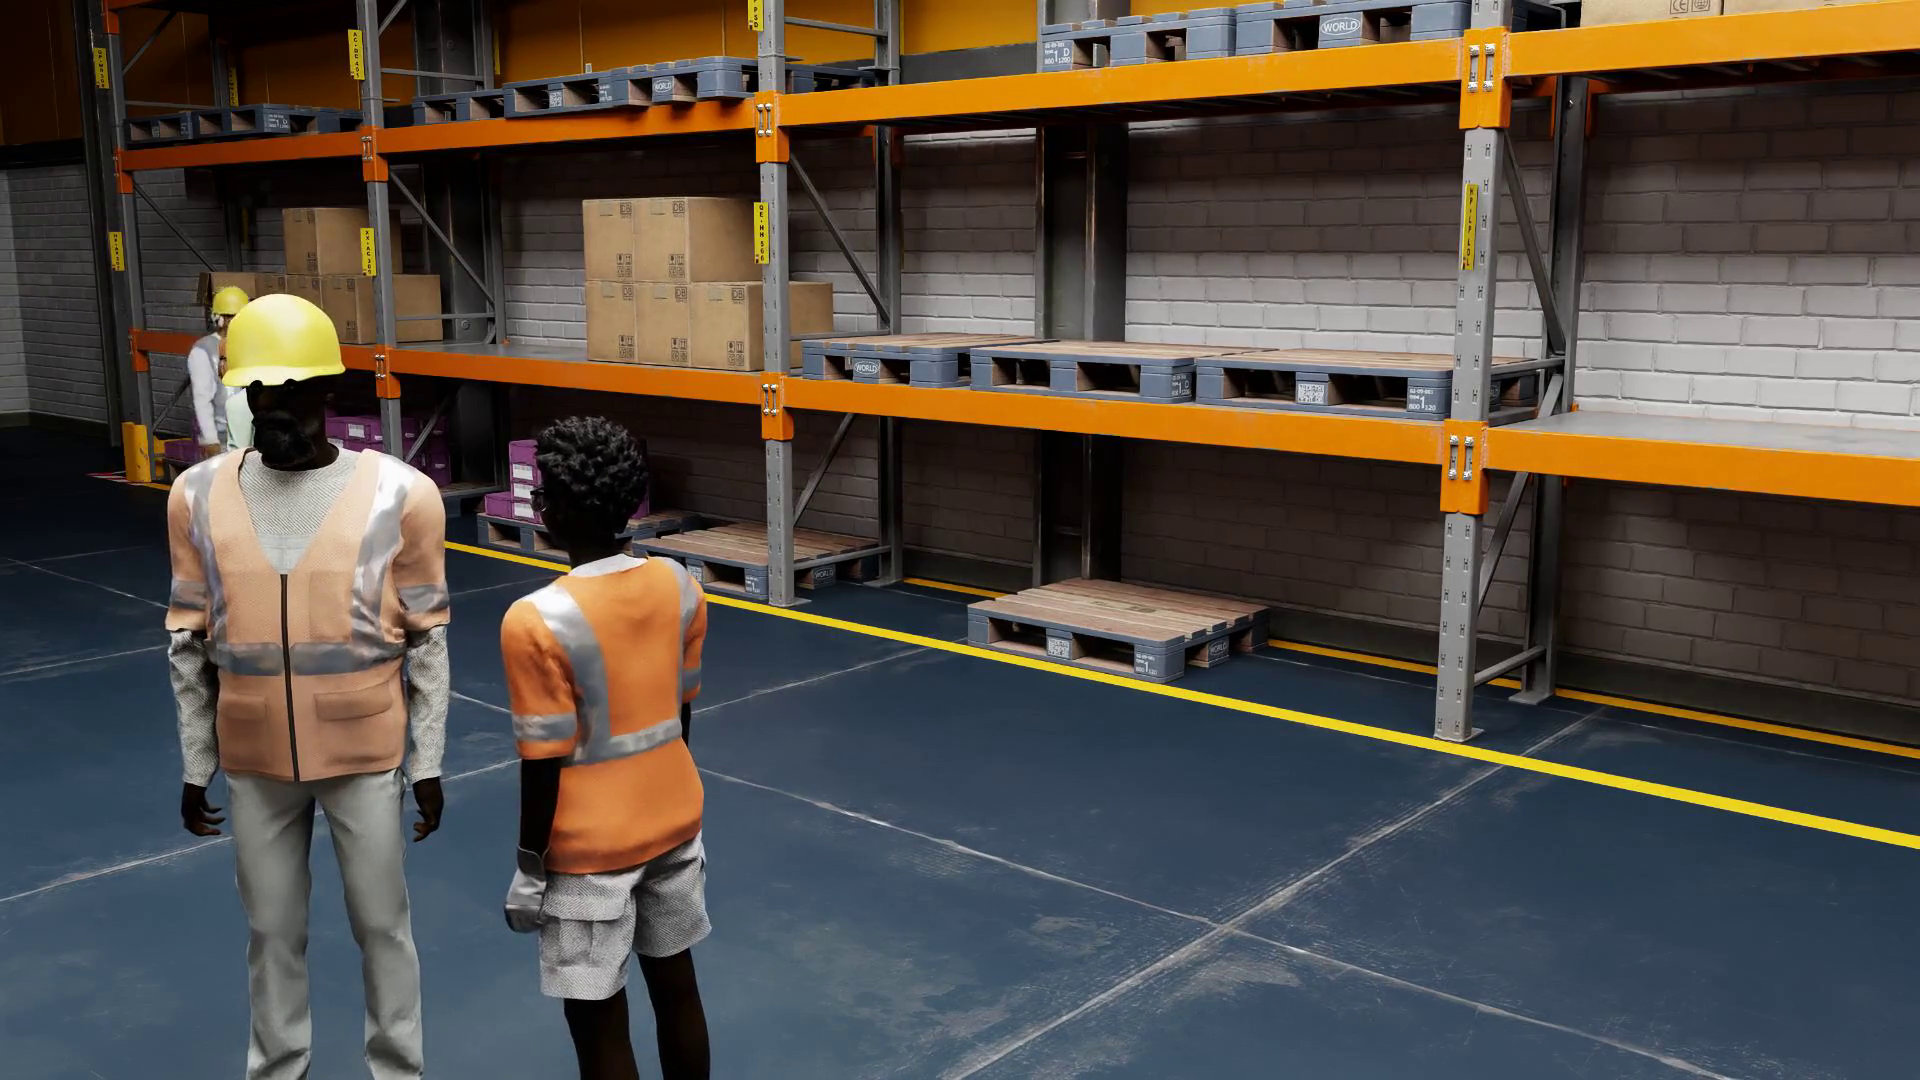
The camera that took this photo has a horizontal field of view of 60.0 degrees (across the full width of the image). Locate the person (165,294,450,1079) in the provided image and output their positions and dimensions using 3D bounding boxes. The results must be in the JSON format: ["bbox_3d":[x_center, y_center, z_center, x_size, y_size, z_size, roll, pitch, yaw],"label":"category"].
[{"bbox_3d":[-1.389,0.443,3.580,0.586,1.928,0.364,-1,10,-5],"label":"person"}]

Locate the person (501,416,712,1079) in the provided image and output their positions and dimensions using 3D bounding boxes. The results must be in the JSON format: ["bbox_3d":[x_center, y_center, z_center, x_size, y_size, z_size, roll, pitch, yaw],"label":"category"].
[{"bbox_3d":[-0.706,0.598,3.350,0.322,1.697,0.532,6,11,29],"label":"person"}]

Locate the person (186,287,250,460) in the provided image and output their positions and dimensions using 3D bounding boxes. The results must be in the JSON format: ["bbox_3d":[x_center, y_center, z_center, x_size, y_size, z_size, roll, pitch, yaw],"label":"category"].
[{"bbox_3d":[-4.604,-0.711,10.582,0.949,1.783,0.609,5,11,27],"label":"person"}]

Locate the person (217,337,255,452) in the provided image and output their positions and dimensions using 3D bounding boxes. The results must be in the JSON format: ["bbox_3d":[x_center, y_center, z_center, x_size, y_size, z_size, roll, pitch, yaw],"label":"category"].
[{"bbox_3d":[-3.400,-0.196,8.088,0.288,1.626,0.497,0,10,2],"label":"person"}]
